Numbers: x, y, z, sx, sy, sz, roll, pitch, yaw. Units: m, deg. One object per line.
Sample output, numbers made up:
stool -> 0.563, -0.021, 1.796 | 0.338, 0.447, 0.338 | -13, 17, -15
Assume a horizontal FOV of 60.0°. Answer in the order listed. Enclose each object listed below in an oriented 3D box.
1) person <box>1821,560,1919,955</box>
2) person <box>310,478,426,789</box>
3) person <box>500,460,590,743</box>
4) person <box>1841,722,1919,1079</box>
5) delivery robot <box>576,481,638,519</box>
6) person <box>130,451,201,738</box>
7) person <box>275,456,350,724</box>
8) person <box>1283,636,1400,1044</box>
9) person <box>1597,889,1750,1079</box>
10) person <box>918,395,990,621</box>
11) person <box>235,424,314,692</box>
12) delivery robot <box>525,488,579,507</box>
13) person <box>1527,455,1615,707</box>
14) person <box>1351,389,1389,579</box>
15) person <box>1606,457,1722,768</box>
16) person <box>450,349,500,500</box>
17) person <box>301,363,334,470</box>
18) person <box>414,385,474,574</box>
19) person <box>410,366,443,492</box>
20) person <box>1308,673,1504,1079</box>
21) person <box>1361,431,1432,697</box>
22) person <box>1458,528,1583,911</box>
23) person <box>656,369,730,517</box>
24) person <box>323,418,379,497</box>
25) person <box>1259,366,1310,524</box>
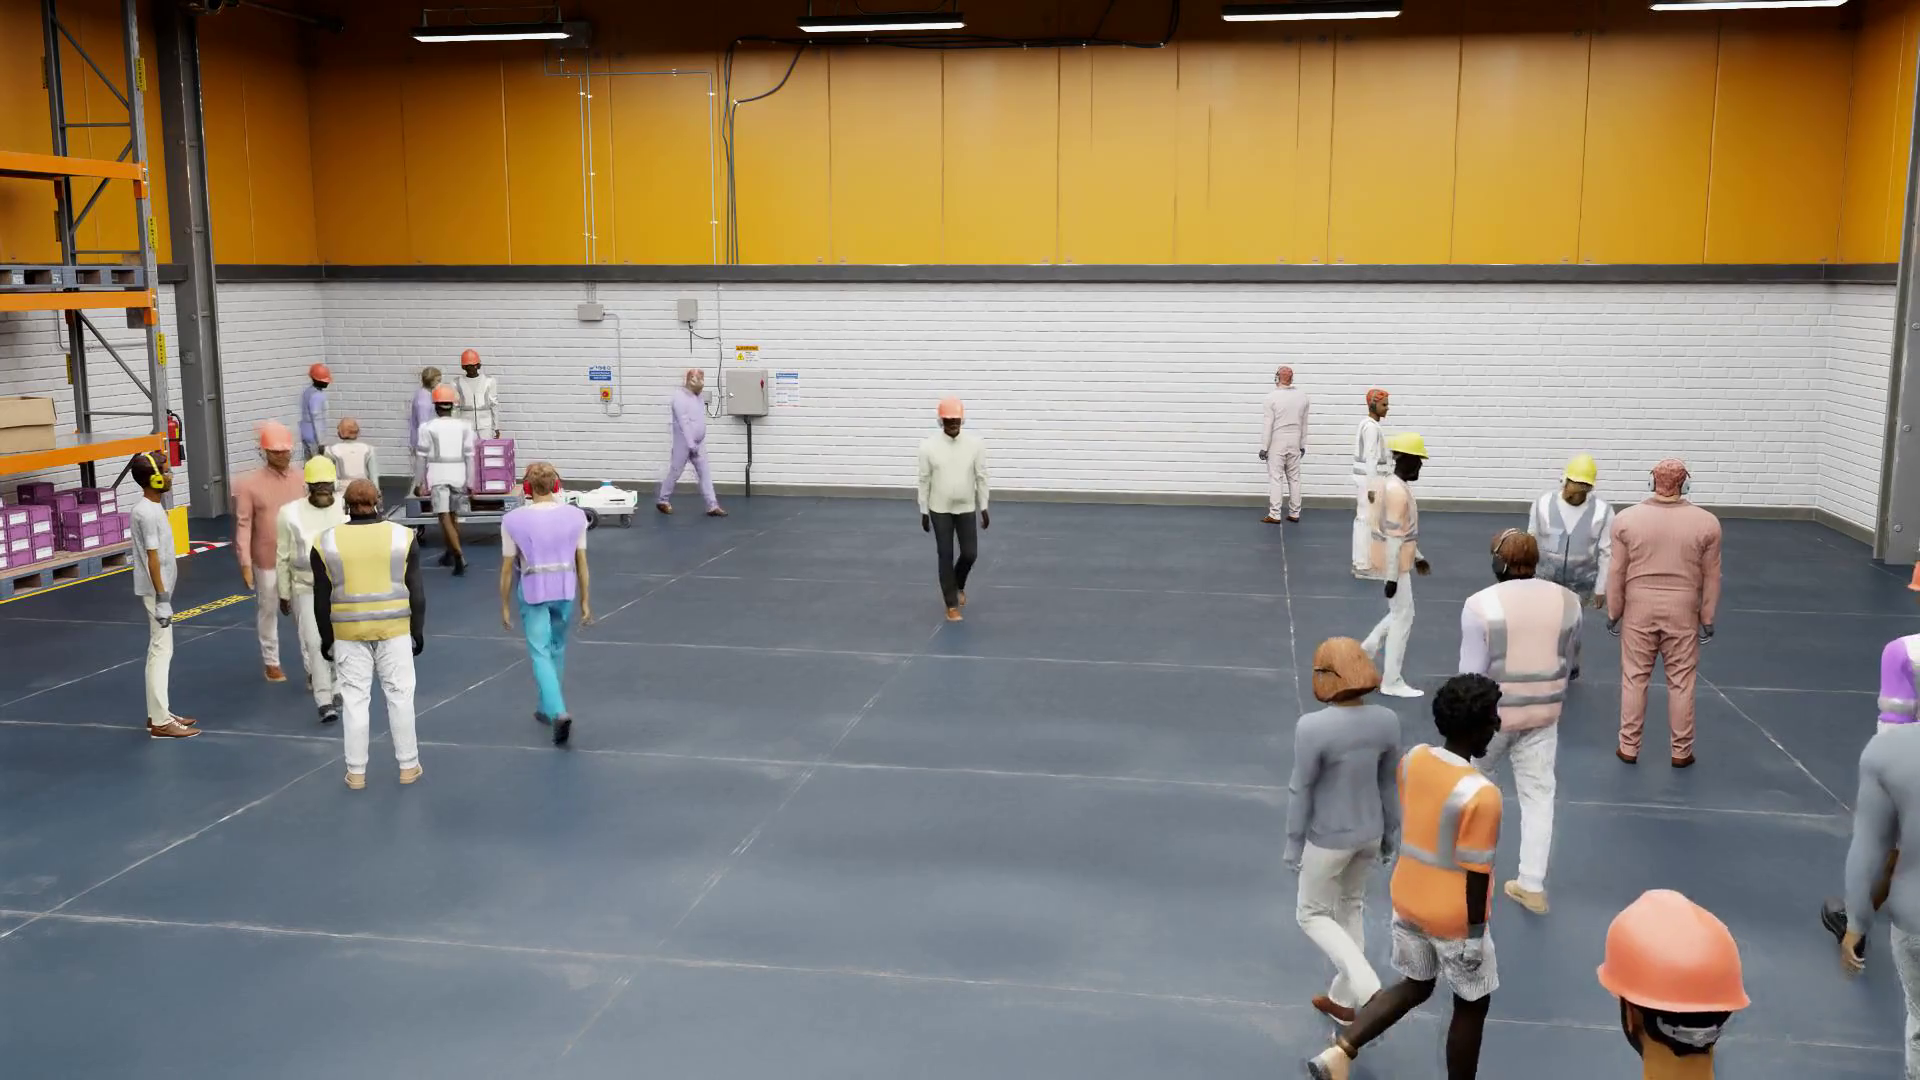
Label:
person -> 4.052, 0.971, 6.999 | 0.574, 1.888, 0.962 | 0, 9, 1
person -> -3.465, 0.548, 9.802 | 0.624, 1.840, 0.429 | -3, 10, -19
person -> -2.690, 0.389, 10.867 | 0.574, 1.819, 0.869 | -6, 11, -32
person -> 3.237, 1.243, 5.371 | 0.648, 1.881, 1.066 | 8, 12, 42
delivery robot -> -4.187, -0.462, 19.739 | 0.707, 0.478, 0.477 | -2, 9, -10
person -> -5.217, 0.356, 10.871 | 0.318, 1.876, 0.531 | -5, 10, -28
person -> -4.247, 0.337, 11.221 | 0.625, 1.792, 0.873 | -5, 11, -30
person -> 1.542, 1.184, 6.516 | 0.509, 1.615, 0.524 | -5, 10, -28
person -> 1.283, 1.578, 3.154 | 0.587, 1.911, 0.713 | 0, 9, 1
person -> -0.058, -0.289, 14.554 | 0.636, 1.976, 0.533 | -2, 9, -10
person -> -4.910, 0.132, 12.065 | 0.646, 1.934, 1.029 | -7, 11, -35
delivery robot -> -4.916, -0.484, 19.875 | 0.707, 0.478, 0.477 | 3, 10, 18
person -> 4.320, 0.252, 11.875 | 0.630, 1.771, 0.895 | 3, 10, 19
person -> 4.078, -0.559, 16.530 | 0.357, 1.881, 0.574 | 1, 9, 9
person -> 4.311, 0.444, 10.232 | 0.643, 1.908, 0.399 | 4, 10, 23
person -> -6.399, -1.503, 21.958 | 0.612, 2.028, 0.409 | -3, 10, -16
person -> -8.277, -1.303, 21.154 | 0.655, 1.886, 0.625 | -4, 10, -26
person -> -5.174, -0.607, 16.821 | 0.557, 1.902, 0.918 | -8, 12, -40
person -> -6.370, -1.122, 19.908 | 0.546, 1.910, 0.669 | -4, 10, -23
person -> 1.607, 1.278, 5.751 | 0.659, 1.674, 0.541 | -3, 10, -18
person -> 3.107, 0.166, 11.975 | 0.555, 1.900, 0.599 | 1, 9, 7
person -> 2.659, 0.830, 8.153 | 0.633, 1.807, 0.885 | -1, 9, -7
person -> -3.394, -1.209, 20.724 | 1.030, 1.851, 0.629 | 5, 10, 27
person -> -6.048, -0.407, 16.452 | 0.506, 1.589, 0.852 | -9, 13, -43
person -> 3.892, -1.148, 20.107 | 0.645, 1.907, 0.400 | -4, 10, -23
